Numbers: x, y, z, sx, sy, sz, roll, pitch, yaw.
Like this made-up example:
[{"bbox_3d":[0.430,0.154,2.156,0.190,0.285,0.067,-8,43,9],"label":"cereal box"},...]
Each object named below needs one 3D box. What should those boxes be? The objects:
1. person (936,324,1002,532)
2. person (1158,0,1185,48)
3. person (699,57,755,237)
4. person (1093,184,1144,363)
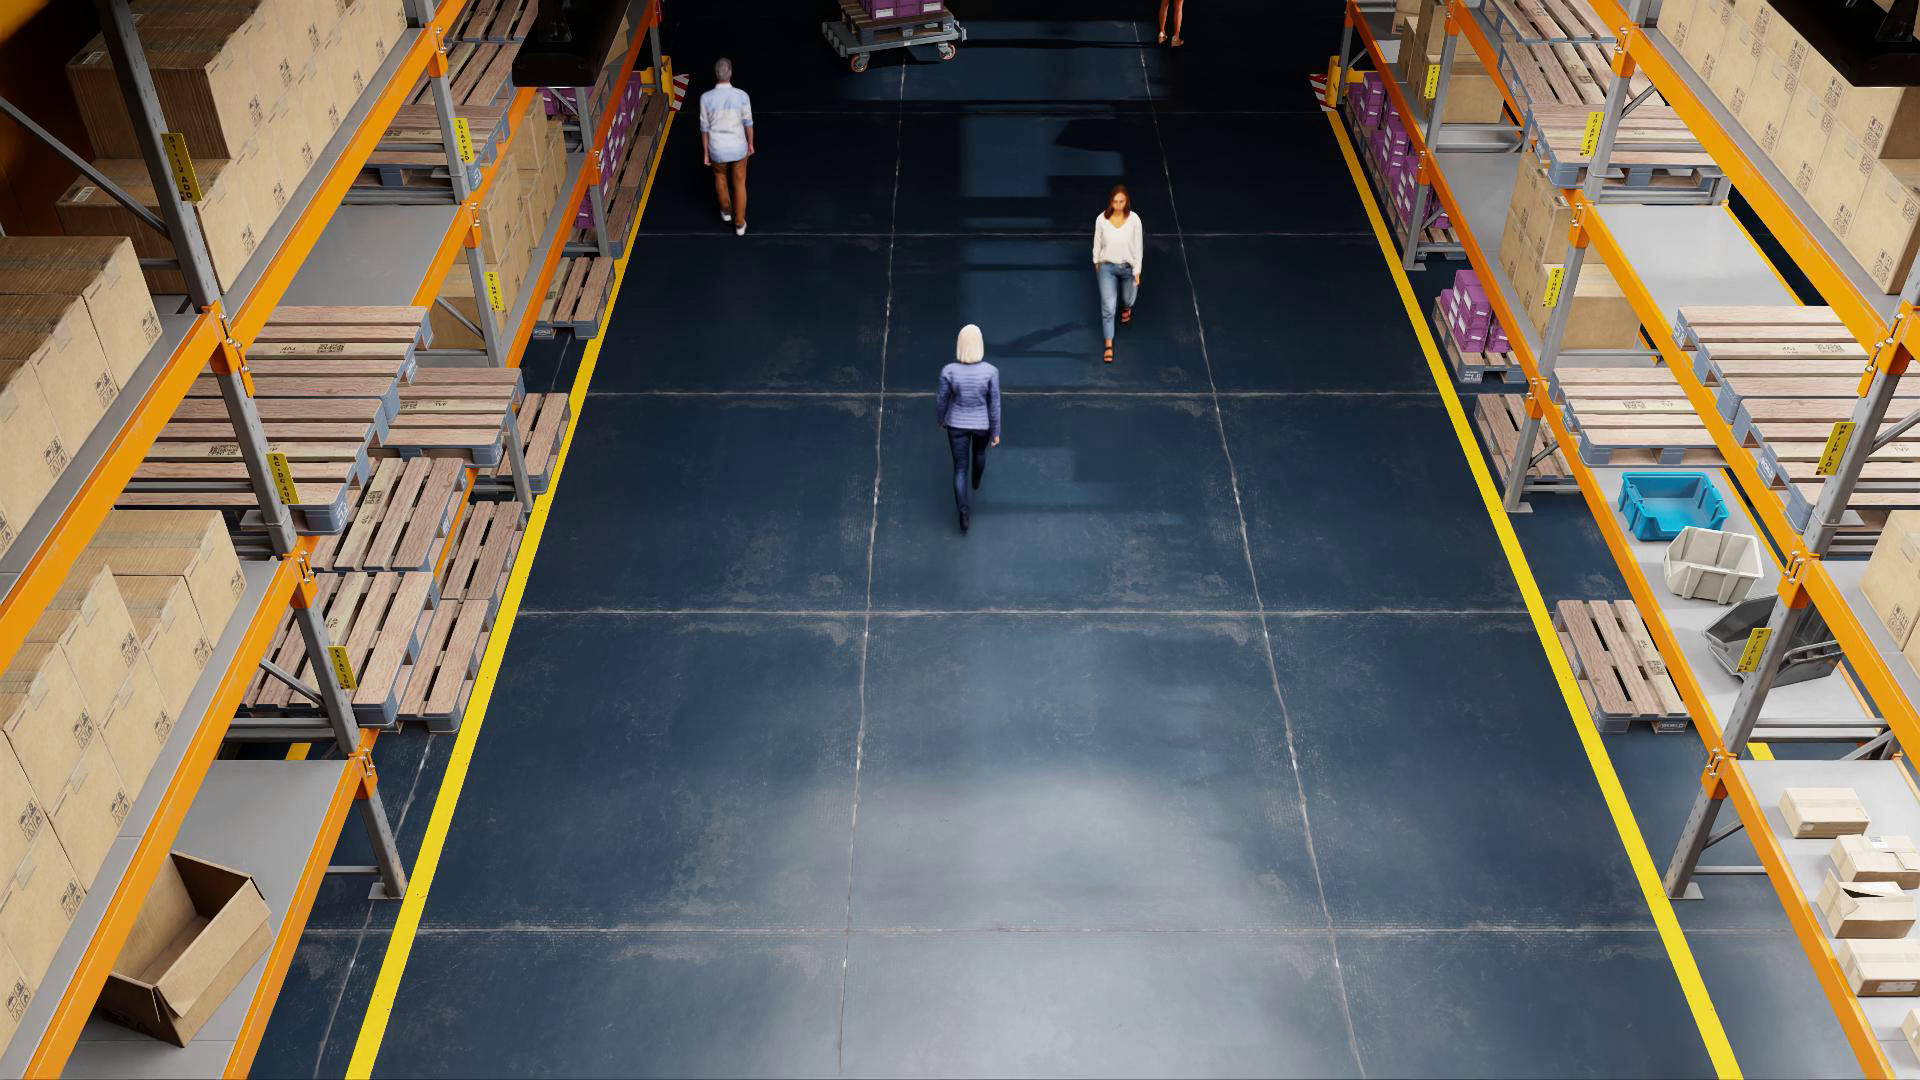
[{"bbox_3d":[0.067,-0.856,13.063,0.665,1.702,1.070,1,39,1],"label":"person"},{"bbox_3d":[2.676,-7.033,20.812,0.646,1.684,0.688,27,46,30],"label":"person"},{"bbox_3d":[-2.345,-3.931,16.831,0.750,1.807,0.824,-4,39,-5],"label":"person"},{"bbox_3d":[1.463,-2.499,15.157,0.743,1.658,1.052,7,39,9],"label":"person"}]
